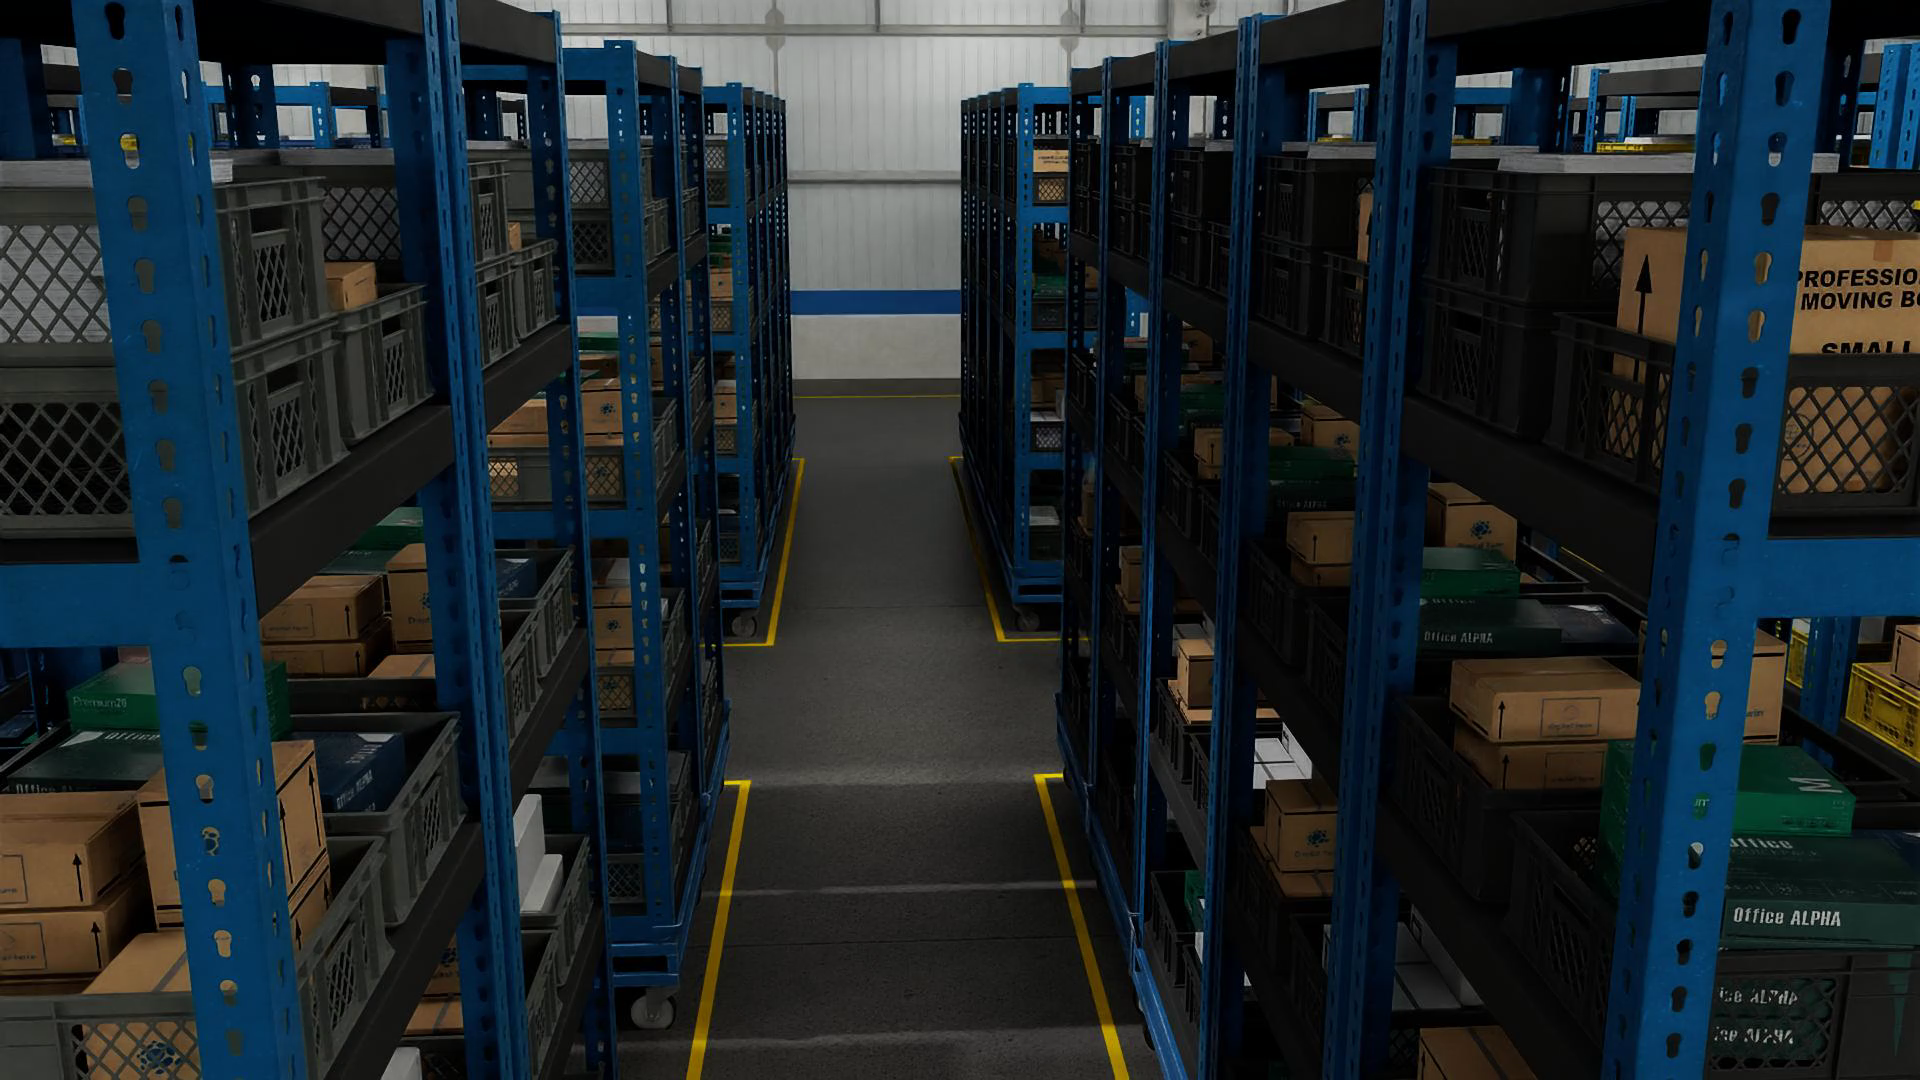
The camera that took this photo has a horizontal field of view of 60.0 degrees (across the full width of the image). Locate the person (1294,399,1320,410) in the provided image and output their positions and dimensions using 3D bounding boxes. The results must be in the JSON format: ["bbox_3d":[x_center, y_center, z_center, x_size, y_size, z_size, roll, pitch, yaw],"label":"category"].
[{"bbox_3d":[1.946,0.090,9.608,0.600,1.830,0.404,-10,17,-35],"label":"person"}]
